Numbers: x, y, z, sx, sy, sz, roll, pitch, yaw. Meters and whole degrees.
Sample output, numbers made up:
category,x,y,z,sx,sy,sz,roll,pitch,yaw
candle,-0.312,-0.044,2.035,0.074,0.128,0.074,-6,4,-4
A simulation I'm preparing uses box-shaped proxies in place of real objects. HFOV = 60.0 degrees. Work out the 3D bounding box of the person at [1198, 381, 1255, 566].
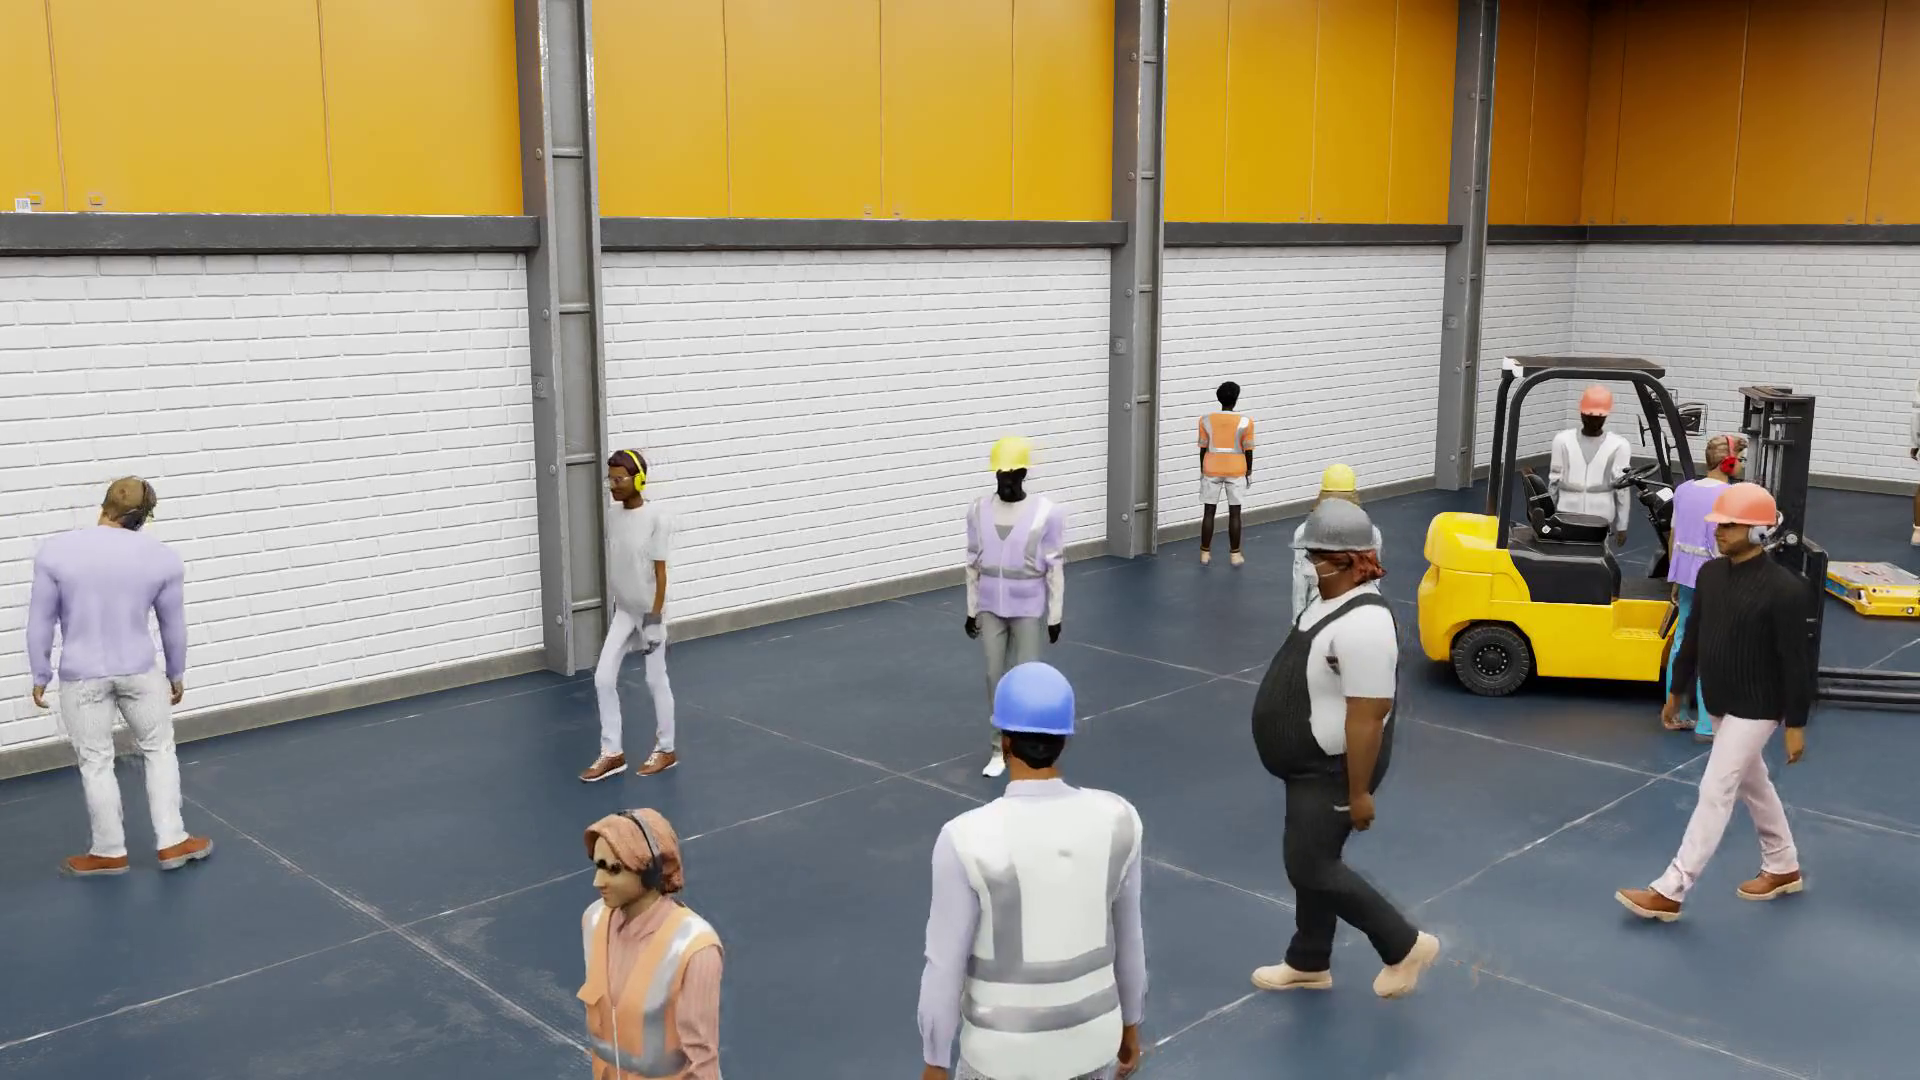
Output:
category,x,y,z,sx,sy,sz,roll,pitch,yaw
person,2.427,-0.603,15.199,0.527,1.690,0.321,3,11,17

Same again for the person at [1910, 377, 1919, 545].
category,x,y,z,sx,sy,sz,roll,pitch,yaw
person,9.510,-0.937,16.052,0.396,2.038,0.615,-7,13,-34

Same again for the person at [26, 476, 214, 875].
category,x,y,z,sx,sy,sz,roll,pitch,yaw
person,-3.949,0.658,7.796,0.709,1.893,0.372,-7,13,-34

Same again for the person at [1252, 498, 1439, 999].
category,x,y,z,sx,sy,sz,roll,pitch,yaw
person,1.466,0.822,6.461,0.663,2.000,0.691,1,10,7

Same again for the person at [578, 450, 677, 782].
category,x,y,z,sx,sy,sz,roll,pitch,yaw
person,-1.820,0.435,9.125,0.514,1.848,0.711,6,12,31

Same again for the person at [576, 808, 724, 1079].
category,x,y,z,sx,sy,sz,roll,pitch,yaw
person,-0.718,1.438,4.269,0.518,1.614,0.720,8,13,36

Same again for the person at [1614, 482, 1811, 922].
category,x,y,z,sx,sy,sz,roll,pitch,yaw
person,3.413,0.708,7.350,1.035,1.946,0.640,-2,11,-11

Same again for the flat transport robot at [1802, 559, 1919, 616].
category,x,y,z,sx,sy,sz,roll,pitch,yaw
flat transport robot,7.527,0.381,13.696,0.652,0.197,1.431,1,10,7

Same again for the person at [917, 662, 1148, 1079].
category,x,y,z,sx,sy,sz,roll,pitch,yaw
person,0.197,1.279,4.351,0.646,1.923,0.504,-5,12,-26

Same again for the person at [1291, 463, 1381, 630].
category,x,y,z,sx,sy,sz,roll,pitch,yaw
person,2.107,0.437,9.377,0.490,1.741,0.323,1,10,3

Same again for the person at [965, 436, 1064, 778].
category,x,y,z,sx,sy,sz,roll,pitch,yaw
person,0.325,0.348,9.388,0.585,1.914,0.623,5,11,24

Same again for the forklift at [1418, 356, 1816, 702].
category,x,y,z,sx,sy,sz,roll,pitch,yaw
forklift,4.276,-0.101,11.076,2.313,2.155,1.214,2,11,13

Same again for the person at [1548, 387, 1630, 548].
category,x,y,z,sx,sy,sz,roll,pitch,yaw
person,4.547,-0.146,12.081,0.572,1.910,0.783,4,11,23

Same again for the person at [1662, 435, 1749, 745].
category,x,y,z,sx,sy,sz,roll,pitch,yaw
person,4.430,0.293,9.886,0.374,1.840,0.569,-3,11,-18
